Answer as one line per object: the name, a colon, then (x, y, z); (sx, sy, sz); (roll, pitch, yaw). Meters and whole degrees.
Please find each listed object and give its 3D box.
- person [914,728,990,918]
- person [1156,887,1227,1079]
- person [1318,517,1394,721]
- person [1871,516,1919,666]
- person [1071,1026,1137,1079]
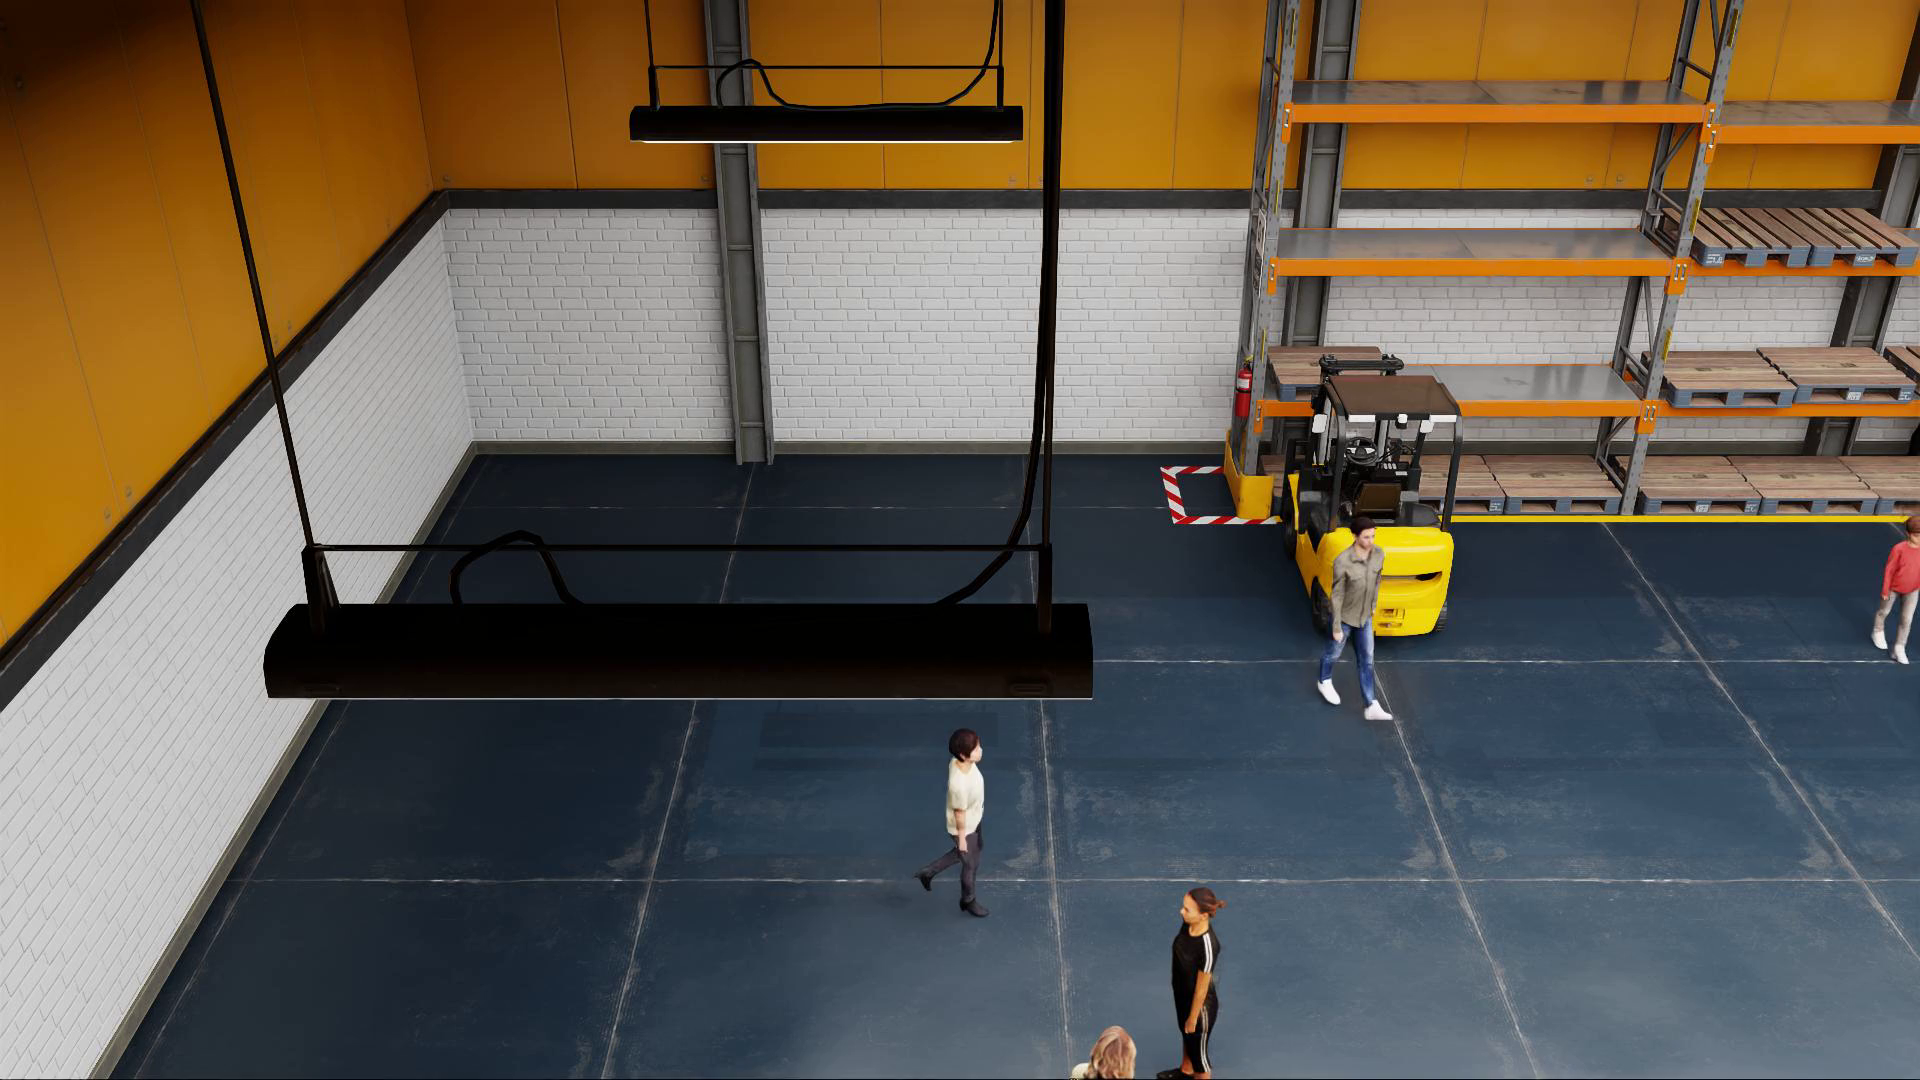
person: (-0.033, 1.986, 11.705); (0.786, 1.577, 0.624); (2, 29, 4)
person: (1.445, 2.778, 10.158); (0.559, 1.668, 0.620); (-5, 29, -9)
person: (3.231, 0.601, 13.985); (1.158, 1.825, 1.066); (-12, 31, -21)
person: (8.397, 0.368, 14.866); (0.772, 1.389, 0.667); (3, 29, 5)
person: (0.800, 3.340, 9.071); (0.672, 1.723, 0.775); (17, 33, 28)
